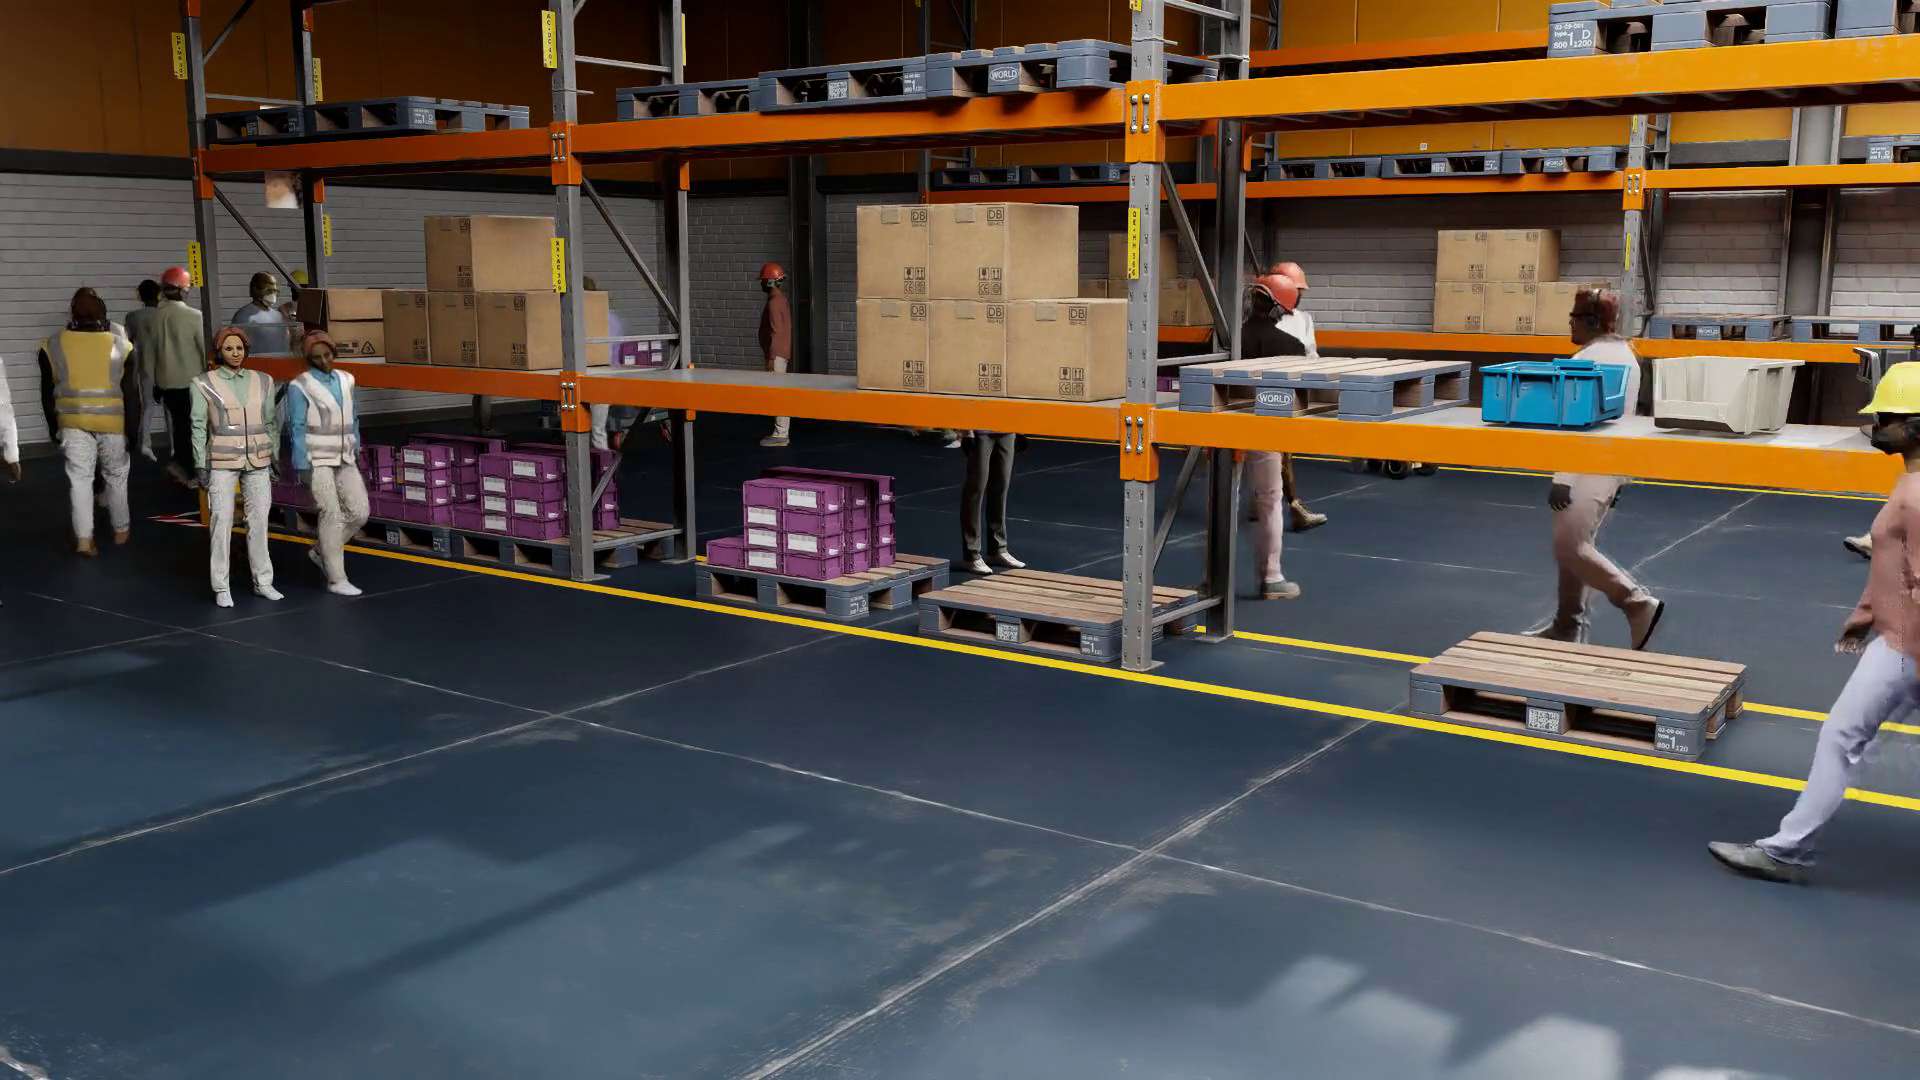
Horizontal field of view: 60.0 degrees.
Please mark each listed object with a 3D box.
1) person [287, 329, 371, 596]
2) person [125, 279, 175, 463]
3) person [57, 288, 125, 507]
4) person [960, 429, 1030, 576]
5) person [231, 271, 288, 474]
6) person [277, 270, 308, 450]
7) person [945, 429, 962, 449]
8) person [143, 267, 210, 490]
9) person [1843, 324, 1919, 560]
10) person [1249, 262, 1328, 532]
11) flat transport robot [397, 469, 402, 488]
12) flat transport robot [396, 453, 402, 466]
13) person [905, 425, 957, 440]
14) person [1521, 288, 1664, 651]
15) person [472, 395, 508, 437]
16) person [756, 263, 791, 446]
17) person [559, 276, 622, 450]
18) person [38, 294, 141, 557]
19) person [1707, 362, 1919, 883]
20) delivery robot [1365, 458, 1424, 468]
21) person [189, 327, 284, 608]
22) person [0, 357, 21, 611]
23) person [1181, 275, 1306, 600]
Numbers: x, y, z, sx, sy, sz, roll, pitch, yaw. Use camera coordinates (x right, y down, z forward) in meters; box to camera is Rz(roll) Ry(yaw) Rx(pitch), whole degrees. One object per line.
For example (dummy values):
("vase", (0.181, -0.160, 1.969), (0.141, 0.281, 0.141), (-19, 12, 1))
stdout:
("person", (-3.808, -0.460, 10.021), (0.404, 1.616, 0.533), (4, 10, 20))
("person", (-8.133, -1.701, 16.782), (0.536, 1.839, 0.785), (-1, 10, -7))
("person", (-7.127, -1.166, 13.689), (0.658, 1.797, 0.726), (-2, 10, -9))
("person", (0.226, -0.740, 10.807), (0.585, 1.920, 0.382), (-9, 13, -43))
("person", (-5.792, -1.263, 13.877), (0.374, 1.936, 0.627), (1, 10, 7))
("person", (-7.016, -1.917, 17.795), (0.384, 1.924, 0.593), (7, 12, 37))
("person", (0.008, -1.936, 18.042), (0.468, 1.898, 0.700), (7, 12, 34))
("person", (-6.818, -1.390, 14.527), (0.630, 1.980, 0.684), (2, 10, 9))
("person", (6.394, -0.635, 11.023), (0.905, 1.621, 0.582), (-2, 10, -9))
("person", (2.514, -1.061, 12.485), (0.613, 2.003, 0.976), (-7, 12, -38))
("flat transport robot", (-4.573, -0.491, 14.222), (1.431, 0.197, 0.652), (-3, 10, -18))
("flat transport robot", (-5.155, -0.639, 15.106), (0.652, 0.197, 1.431), (-3, 10, -18))
("person", (-0.319, -2.006, 18.947), (0.803, 1.714, 0.496), (4, 10, 21))
("person", (3.276, -0.339, 8.514), (0.676, 1.888, 0.664), (8, 12, 38))
("person", (-5.472, -2.116, 19.148), (0.328, 1.872, 0.513), (-7, 12, -37))
("person", (-2.036, -2.025, 18.235), (0.382, 1.993, 0.622), (0, 10, 2))
("person", (-3.125, -1.261, 13.994), (0.492, 1.892, 0.685), (9, 13, 42))
("person", (-6.023, -0.804, 11.555), (0.619, 1.802, 0.953), (-4, 10, -24))
("person", (2.958, 0.304, 5.207), (0.950, 1.715, 0.525), (6, 11, 34))
("delivery robot", (4.064, -0.919, 15.651), (0.477, 0.478, 0.707), (-8, 12, -38))
("person", (-4.248, -0.430, 9.792), (0.306, 1.639, 0.524), (9, 13, 42))
("person", (-5.796, -0.492, 9.648), (1.000, 1.834, 0.583), (7, 12, 38))
("person", (1.681, -0.603, 9.950), (0.739, 1.945, 0.384), (-1, 10, -6))
